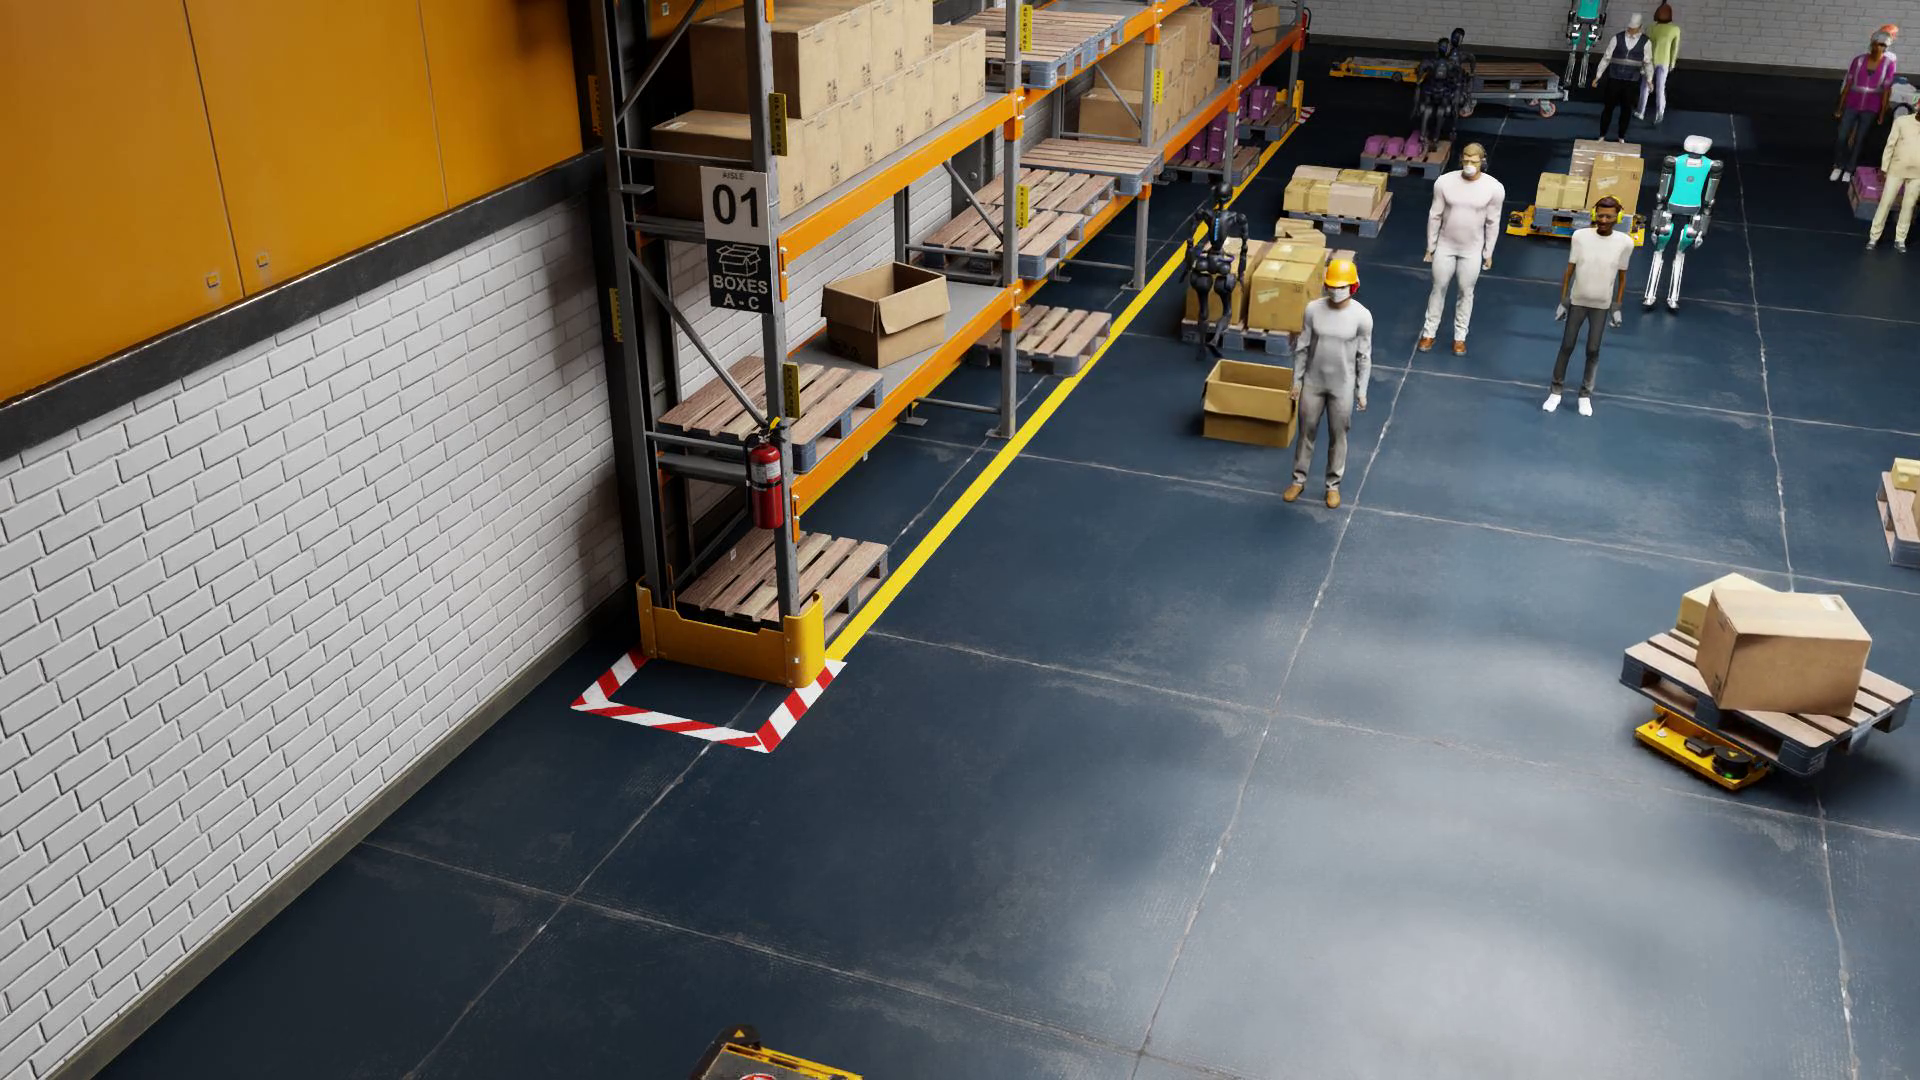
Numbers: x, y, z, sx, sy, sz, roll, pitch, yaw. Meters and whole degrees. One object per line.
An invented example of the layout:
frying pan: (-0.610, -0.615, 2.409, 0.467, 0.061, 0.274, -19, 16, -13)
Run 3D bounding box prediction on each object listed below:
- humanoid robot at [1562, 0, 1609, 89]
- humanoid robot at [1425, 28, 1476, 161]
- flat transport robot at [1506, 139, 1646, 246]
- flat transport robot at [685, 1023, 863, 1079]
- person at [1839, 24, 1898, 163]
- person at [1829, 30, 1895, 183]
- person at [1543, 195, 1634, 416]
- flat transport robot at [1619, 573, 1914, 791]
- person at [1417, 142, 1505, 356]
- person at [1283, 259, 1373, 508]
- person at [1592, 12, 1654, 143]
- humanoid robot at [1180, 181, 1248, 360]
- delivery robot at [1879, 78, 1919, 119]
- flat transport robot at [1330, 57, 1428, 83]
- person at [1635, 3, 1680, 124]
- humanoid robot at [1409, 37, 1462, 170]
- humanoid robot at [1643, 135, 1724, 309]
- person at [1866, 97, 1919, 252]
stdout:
humanoid robot: (9.299, -7.591, 24.732, 0.533, 1.673, 0.735, 10, 29, 19)
humanoid robot: (6.268, -5.693, 21.246, 0.599, 1.653, 0.315, 10, 29, 19)
flat transport robot: (6.884, -3.517, 18.573, 1.431, 0.231, 0.659, 10, 29, 19)
flat transport robot: (-0.977, 2.577, 6.752, 0.659, 0.231, 1.431, 10, 29, 18)
person: (11.582, -5.690, 21.202, 0.742, 1.711, 0.575, -14, 31, -26)
person: (10.957, -5.245, 20.215, 0.552, 1.830, 0.534, 15, 31, 26)
person: (5.209, -1.943, 13.775, 0.527, 1.868, 0.312, 11, 29, 20)
flat transport robot: (4.698, 1.026, 9.760, 1.431, 0.231, 0.659, -17, 32, -29)
person: (4.513, -2.624, 15.020, 0.627, 1.940, 0.374, 11, 29, 20)
person: (2.709, -1.150, 12.209, 0.570, 1.897, 0.366, 11, 29, 20)
person: (8.707, -6.023, 21.814, 0.761, 1.753, 0.455, 11, 29, 20)
humanoid robot: (2.247, -2.391, 14.851, 0.601, 1.651, 0.432, 10, 29, 18)
delivery robot: (13.288, -6.218, 23.501, 0.499, 0.595, 0.783, -15, 31, -26)
flat transport robot: (6.564, -7.361, 26.030, 1.431, 0.231, 0.659, 10, 29, 19)
person: (9.703, -6.608, 23.108, 0.507, 1.603, 0.728, 3, 27, 6)
humanoid robot: (5.944, -5.420, 20.738, 0.611, 1.646, 0.496, 5, 28, 9)
humanoid robot: (6.915, -3.077, 15.976, 0.533, 1.673, 0.735, 10, 29, 19)
person: (10.159, -3.955, 17.812, 0.560, 1.741, 0.340, 11, 29, 20)
